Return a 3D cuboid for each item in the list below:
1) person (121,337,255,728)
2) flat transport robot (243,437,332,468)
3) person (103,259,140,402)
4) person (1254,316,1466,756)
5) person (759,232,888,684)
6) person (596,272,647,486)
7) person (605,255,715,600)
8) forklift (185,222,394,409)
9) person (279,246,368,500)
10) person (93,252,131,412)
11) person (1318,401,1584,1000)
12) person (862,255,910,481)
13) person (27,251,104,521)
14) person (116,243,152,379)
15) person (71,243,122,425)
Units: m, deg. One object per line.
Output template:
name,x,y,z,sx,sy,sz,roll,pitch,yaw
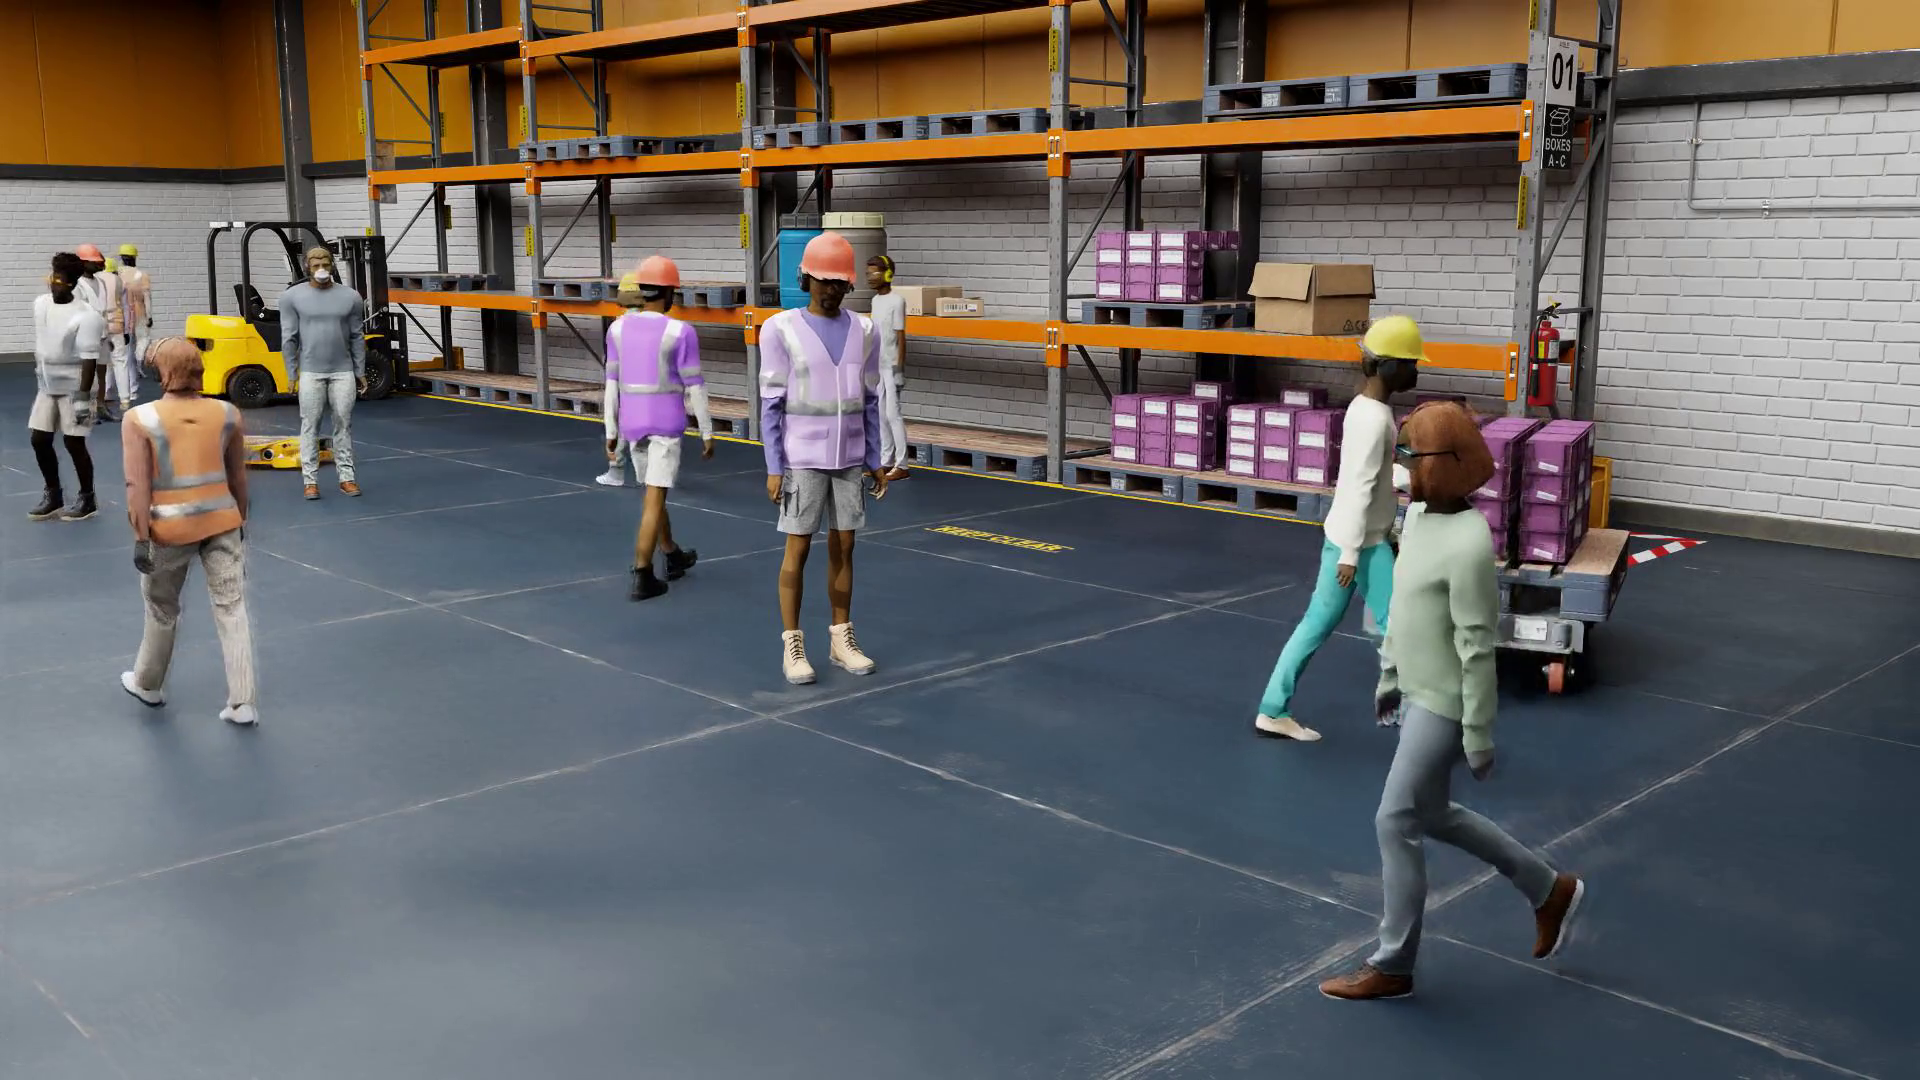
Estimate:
person,-3.247,-0.038,6.947,0.830,1.601,0.540,9,14,41
flat transport robot,-6.384,-0.788,14.673,1.431,0.197,0.652,1,10,5
person,-10.226,-2.520,20.124,0.547,1.720,0.807,-1,10,-3
person,1.590,-0.009,6.477,0.887,1.716,0.530,1,10,7
person,-0.602,-0.367,7.569,0.605,2.033,0.392,-6,12,-31
person,-2.627,-1.278,13.373,0.767,1.717,0.484,7,13,35
person,-1.658,-0.653,9.479,0.576,1.896,0.915,4,11,22
forklift,-8.169,-2.758,20.163,2.313,2.155,1.214,-10,14,-44
person,-4.887,-1.287,12.840,0.629,1.940,0.376,-7,12,-32
person,-9.879,-2.394,19.144,0.624,1.845,0.430,-9,14,-40
person,1.326,0.431,4.365,0.656,1.607,0.490,0,10,3
person,-0.606,-1.416,13.772,0.321,1.860,0.527,-6,12,-29
person,-6.296,-1.062,11.703,0.701,1.904,0.486,3,11,18
person,-11.584,-3.181,23.243,0.595,1.910,0.523,0,10,-1
person,-9.303,-2.206,17.856,0.370,1.935,0.550,3,11,15
